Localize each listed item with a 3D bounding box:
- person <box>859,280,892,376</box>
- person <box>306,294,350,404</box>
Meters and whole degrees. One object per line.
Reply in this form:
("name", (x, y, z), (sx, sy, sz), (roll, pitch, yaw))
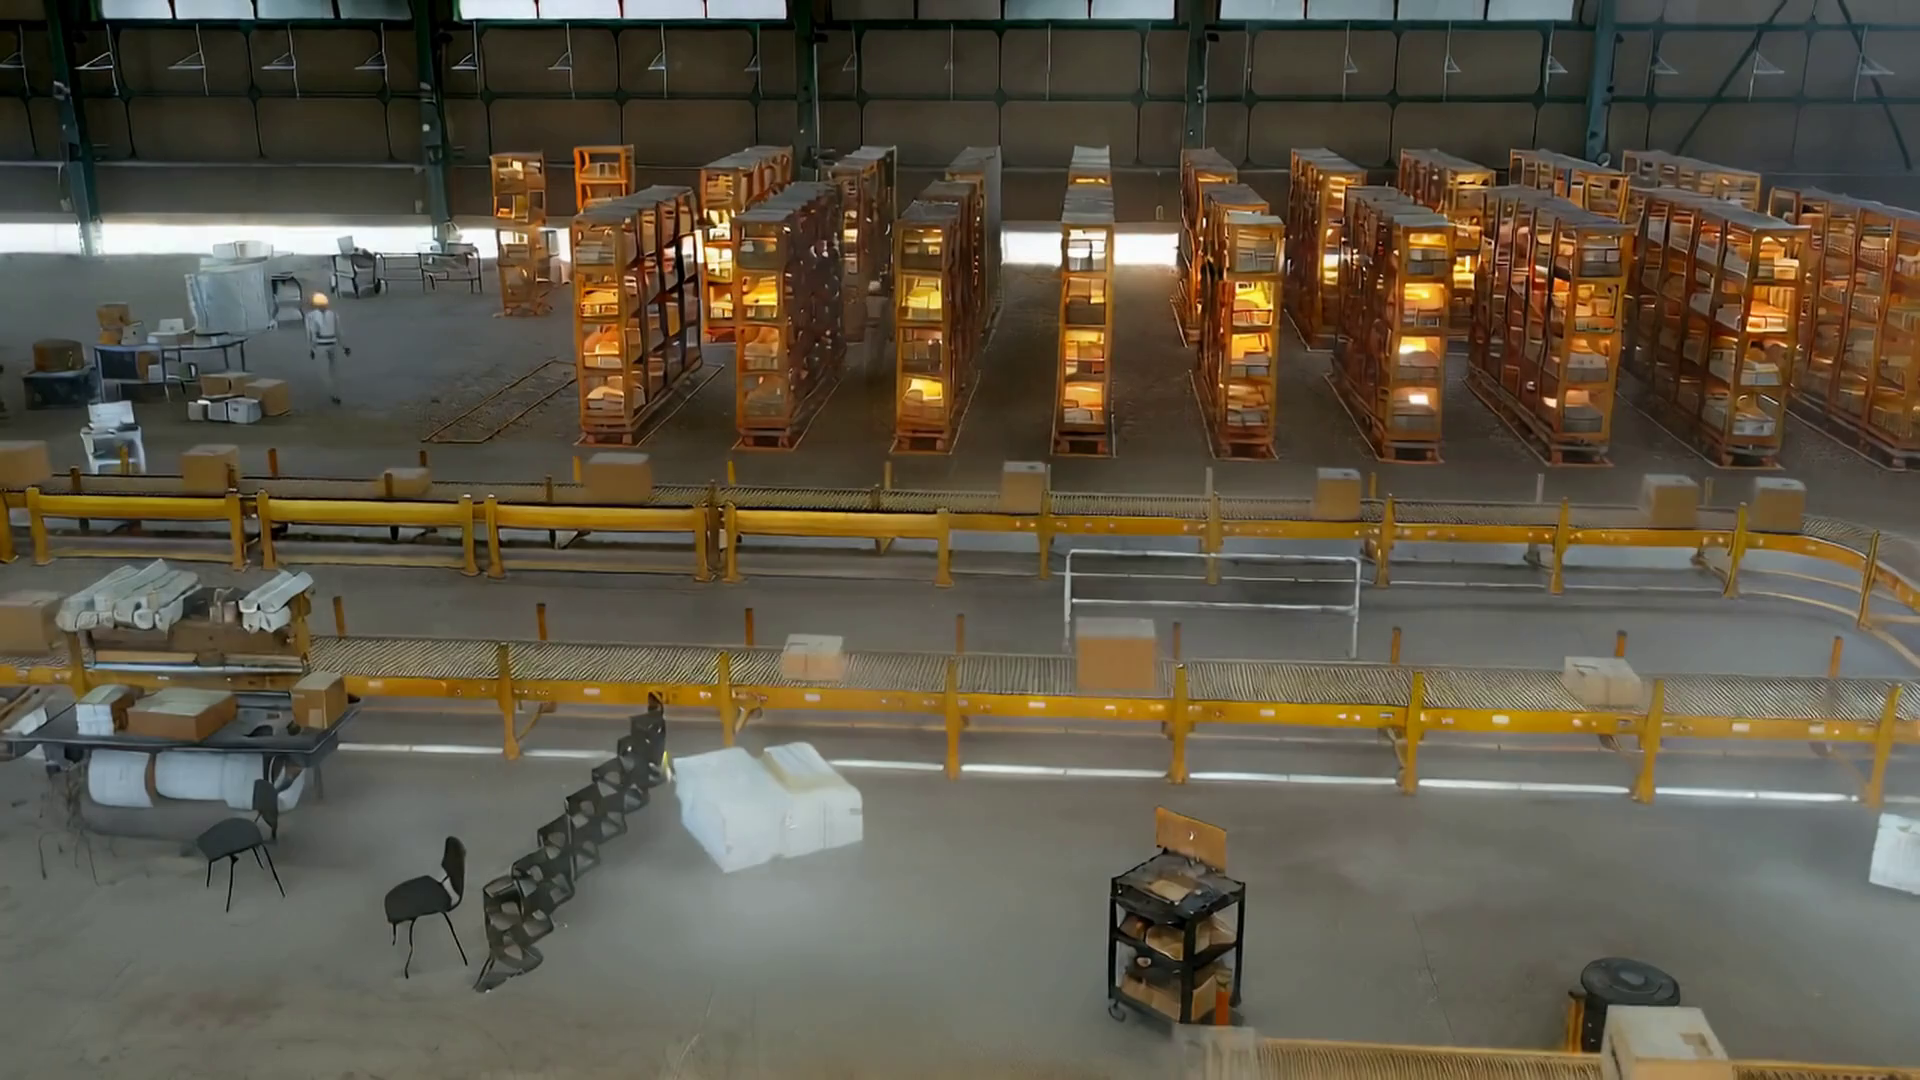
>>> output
("person", (-1.578, -3.959, 31.160), (0.616, 1.808, 0.491), (2, 18, 7))
("person", (-11.016, -3.340, 29.040), (0.629, 1.893, 0.986), (-13, 22, -35))
